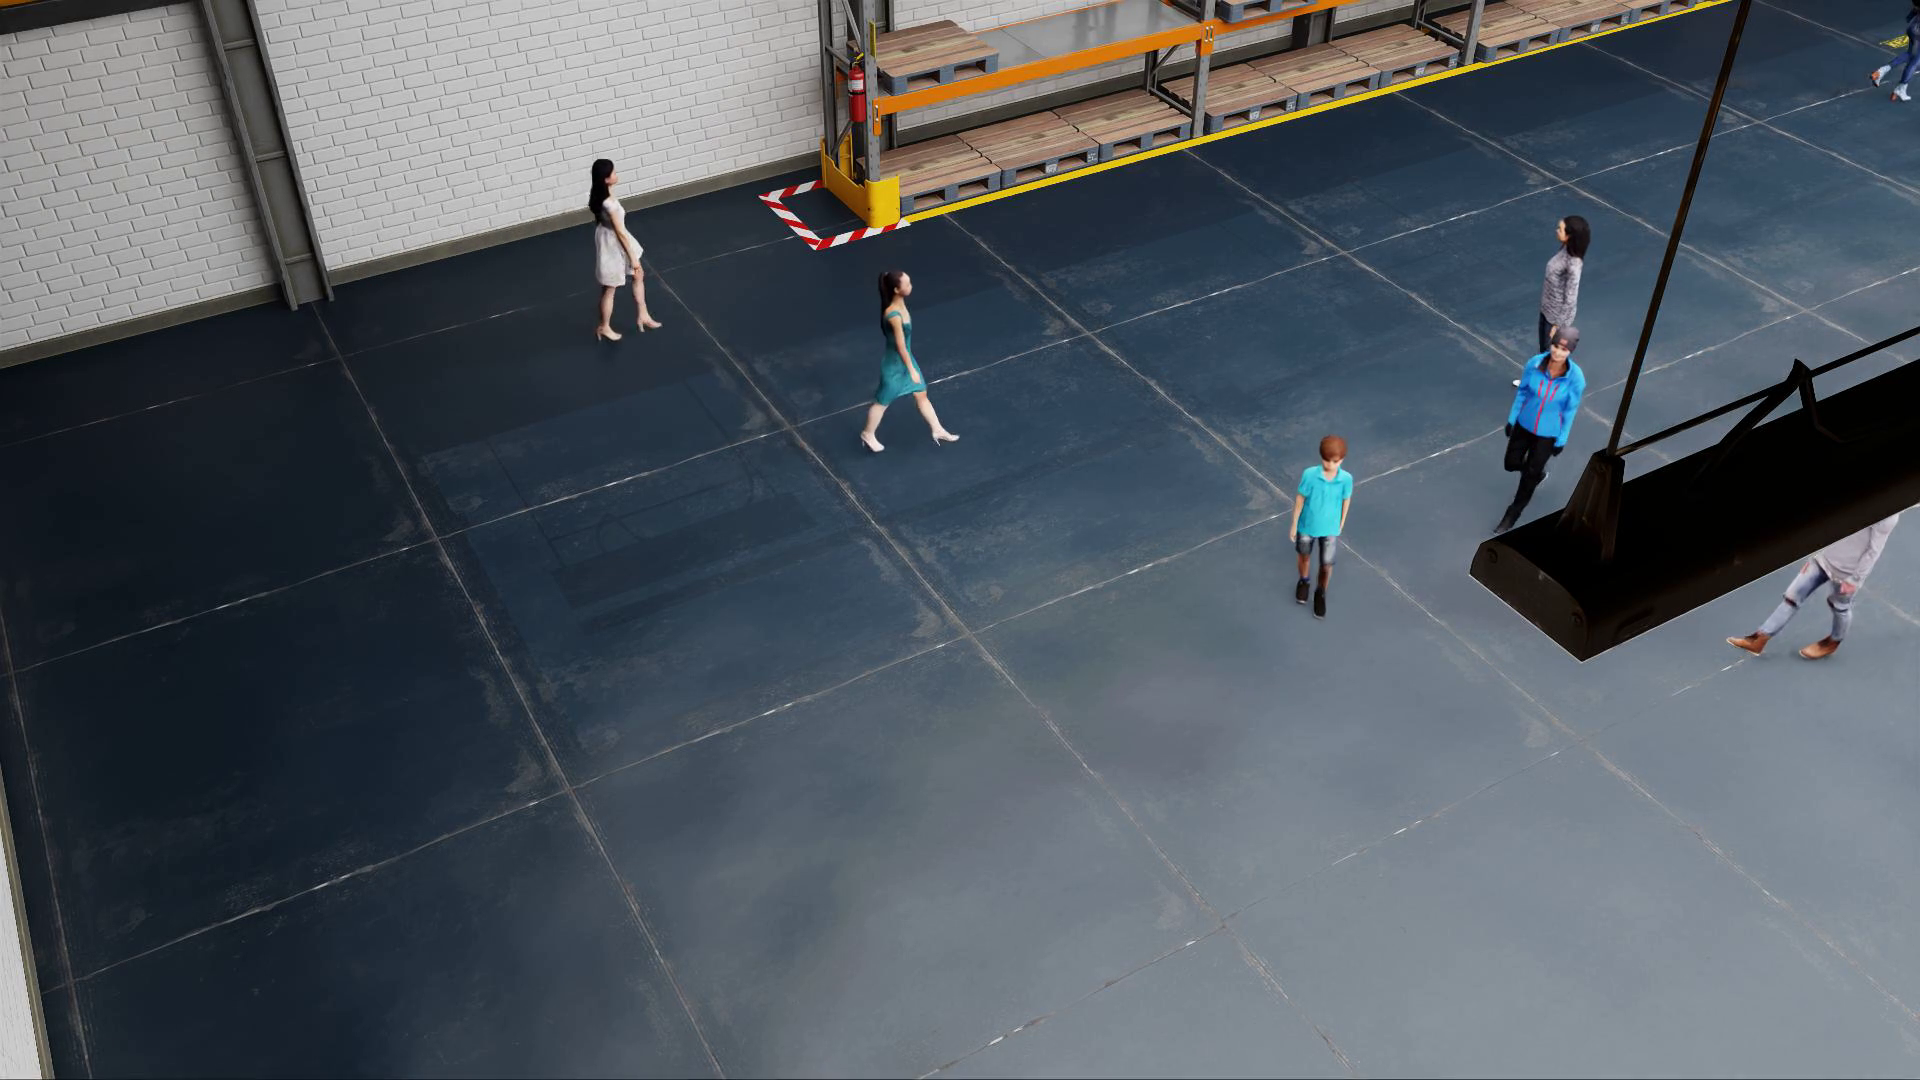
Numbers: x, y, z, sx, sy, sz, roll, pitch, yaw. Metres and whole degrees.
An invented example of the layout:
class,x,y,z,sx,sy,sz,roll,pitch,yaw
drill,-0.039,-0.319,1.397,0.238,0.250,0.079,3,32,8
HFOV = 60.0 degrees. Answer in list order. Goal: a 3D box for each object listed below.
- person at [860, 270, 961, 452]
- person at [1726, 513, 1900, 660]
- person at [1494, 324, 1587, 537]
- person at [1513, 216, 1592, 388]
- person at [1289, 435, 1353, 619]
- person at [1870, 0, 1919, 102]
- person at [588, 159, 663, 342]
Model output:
class,x,y,z,sx,sy,sz,roll,pitch,yaw
person,-0.581,-1.359,13.153,1.087,1.642,0.951,5,39,6
person,5.998,0.124,11.164,1.170,1.807,0.929,-7,39,-9
person,4.342,-0.846,12.394,0.969,1.788,0.766,-32,48,-33
person,4.948,-1.903,13.762,0.716,1.732,0.688,4,39,5
person,2.551,-0.167,11.826,0.684,1.436,0.744,10,40,12
person,10.662,-5.680,18.590,0.884,1.609,0.814,4,39,5
person,-3.095,-2.459,14.442,0.841,1.751,0.658,-15,41,-18
